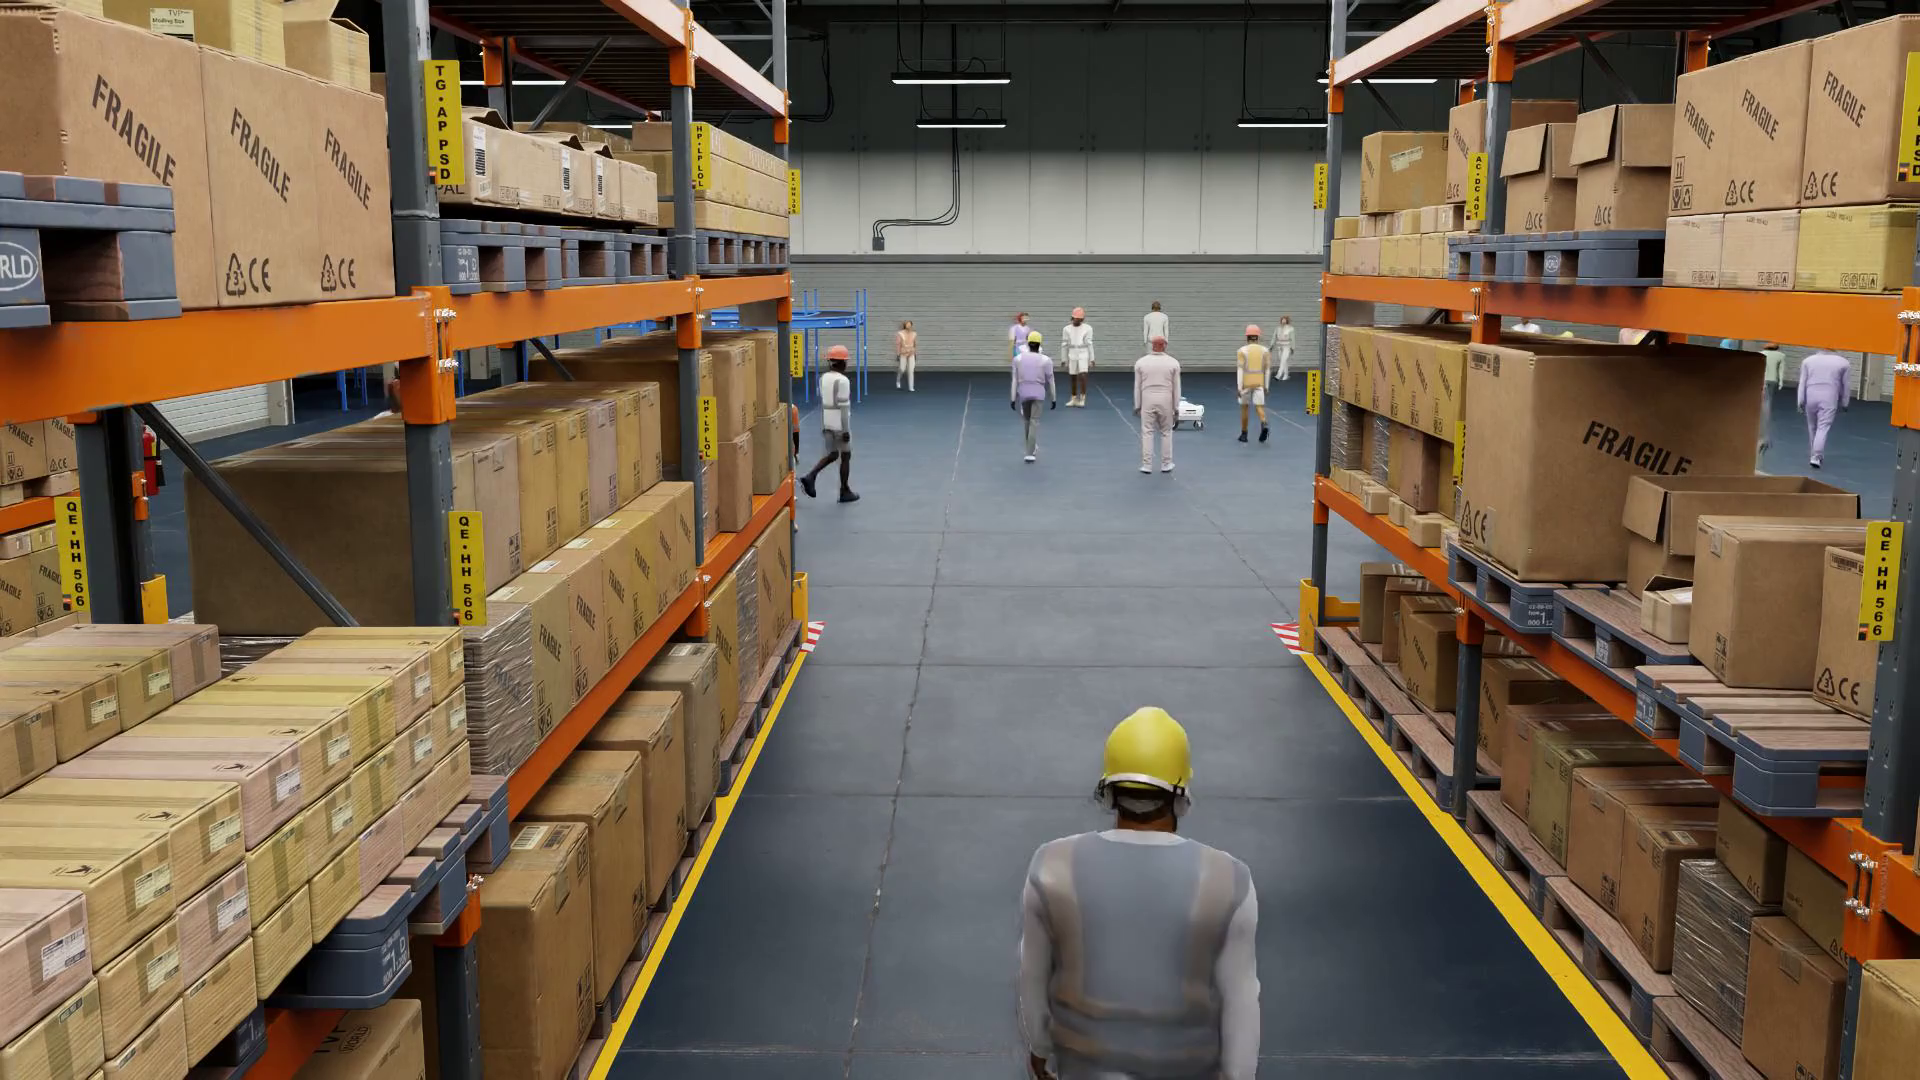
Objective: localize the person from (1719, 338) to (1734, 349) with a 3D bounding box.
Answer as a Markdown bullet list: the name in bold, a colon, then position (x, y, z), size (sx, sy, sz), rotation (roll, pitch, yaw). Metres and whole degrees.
- **person**: position (15.554, -3.565, 33.767), size (0.397, 1.683, 0.553), rotation (7, 12, 35)

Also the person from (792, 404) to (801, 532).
- **person**: position (-1.975, -0.921, 17.892), size (0.535, 1.697, 0.318), rotation (0, 9, 1)

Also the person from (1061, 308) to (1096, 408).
- **person**: position (2.362, -3.653, 33.356), size (0.725, 1.993, 0.818), rotation (3, 10, 18)

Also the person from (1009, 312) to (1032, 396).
- **person**: position (1.411, -4.024, 36.078), size (0.669, 1.821, 0.603), rotation (9, 13, 43)

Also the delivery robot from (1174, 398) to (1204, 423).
- **delivery robot**: position (3.901, -2.247, 29.093), size (0.707, 0.478, 0.477), rotation (0, 10, 1)

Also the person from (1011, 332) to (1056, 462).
- **person**: position (1.109, -2.122, 24.518), size (0.619, 1.876, 0.961), rotation (3, 10, 17)

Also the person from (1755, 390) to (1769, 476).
- **person**: position (8.986, -1.124, 18.694), size (0.629, 1.842, 0.544), rotation (7, 12, 36)

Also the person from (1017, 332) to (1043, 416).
- **person**: position (1.310, -3.124, 31.410), size (0.526, 1.593, 0.884), rotation (-1, 10, -5)

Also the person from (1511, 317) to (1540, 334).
- **person**: position (11.919, -3.926, 35.169), size (0.649, 1.932, 0.443), rotation (6, 11, 30)

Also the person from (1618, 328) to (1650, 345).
- **person**: position (13.593, -3.640, 33.666), size (0.666, 1.858, 0.960), rotation (8, 12, 38)

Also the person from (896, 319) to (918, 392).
- **person**: position (-1.211, -4.182, 37.616), size (0.527, 1.624, 0.530), rotation (-4, 10, -24)

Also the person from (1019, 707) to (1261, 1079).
- **person**: position (0.466, 1.297, 4.295), size (0.617, 1.787, 0.893), rotation (2, 10, 13)

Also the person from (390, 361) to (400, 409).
- **person**: position (-7.620, -1.909, 23.240), size (0.603, 1.890, 0.897), rotation (4, 10, 21)

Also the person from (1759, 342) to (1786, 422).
- **person**: position (14.400, -2.828, 29.616), size (0.513, 1.598, 0.832), rotation (2, 10, 11)

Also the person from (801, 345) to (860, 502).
- **person**: position (-1.552, -1.404, 20.157), size (0.692, 1.917, 0.543), rotation (-8, 12, -39)

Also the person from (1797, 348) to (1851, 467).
- **person**: position (12.364, -1.981, 23.808), size (0.653, 1.851, 1.015), rotation (8, 12, 39)

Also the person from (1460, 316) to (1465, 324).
- **person**: position (9.617, -3.442, 32.334), size (0.589, 1.917, 0.553), rotation (-5, 11, -27)

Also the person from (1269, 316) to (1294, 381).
- **person**: position (7.880, -4.679, 40.713), size (0.531, 1.585, 0.889), rotation (9, 13, 44)

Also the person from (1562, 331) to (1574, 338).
- **person**: position (10.400, -2.725, 28.597), size (0.496, 1.725, 0.440), rotation (-1, 10, -7)

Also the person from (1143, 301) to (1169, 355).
- **person**: position (4.858, -4.949, 41.293), size (0.630, 1.940, 0.372), rotation (0, 9, 1)

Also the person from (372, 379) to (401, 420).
- **person**: position (-5.141, -0.536, 15.101), size (0.685, 1.861, 0.582), rotation (5, 11, 26)

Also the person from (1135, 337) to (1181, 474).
- **person**: position (2.747, -1.876, 23.114), size (0.642, 1.877, 0.593), rotation (2, 10, 10)

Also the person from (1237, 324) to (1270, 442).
- **person**: position (4.753, -2.524, 26.863), size (0.557, 1.914, 0.815), rotation (-2, 10, -10)

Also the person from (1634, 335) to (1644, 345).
- **person**: position (9.600, -1.950, 23.513), size (0.610, 1.870, 0.978), rotation (3, 10, 17)
